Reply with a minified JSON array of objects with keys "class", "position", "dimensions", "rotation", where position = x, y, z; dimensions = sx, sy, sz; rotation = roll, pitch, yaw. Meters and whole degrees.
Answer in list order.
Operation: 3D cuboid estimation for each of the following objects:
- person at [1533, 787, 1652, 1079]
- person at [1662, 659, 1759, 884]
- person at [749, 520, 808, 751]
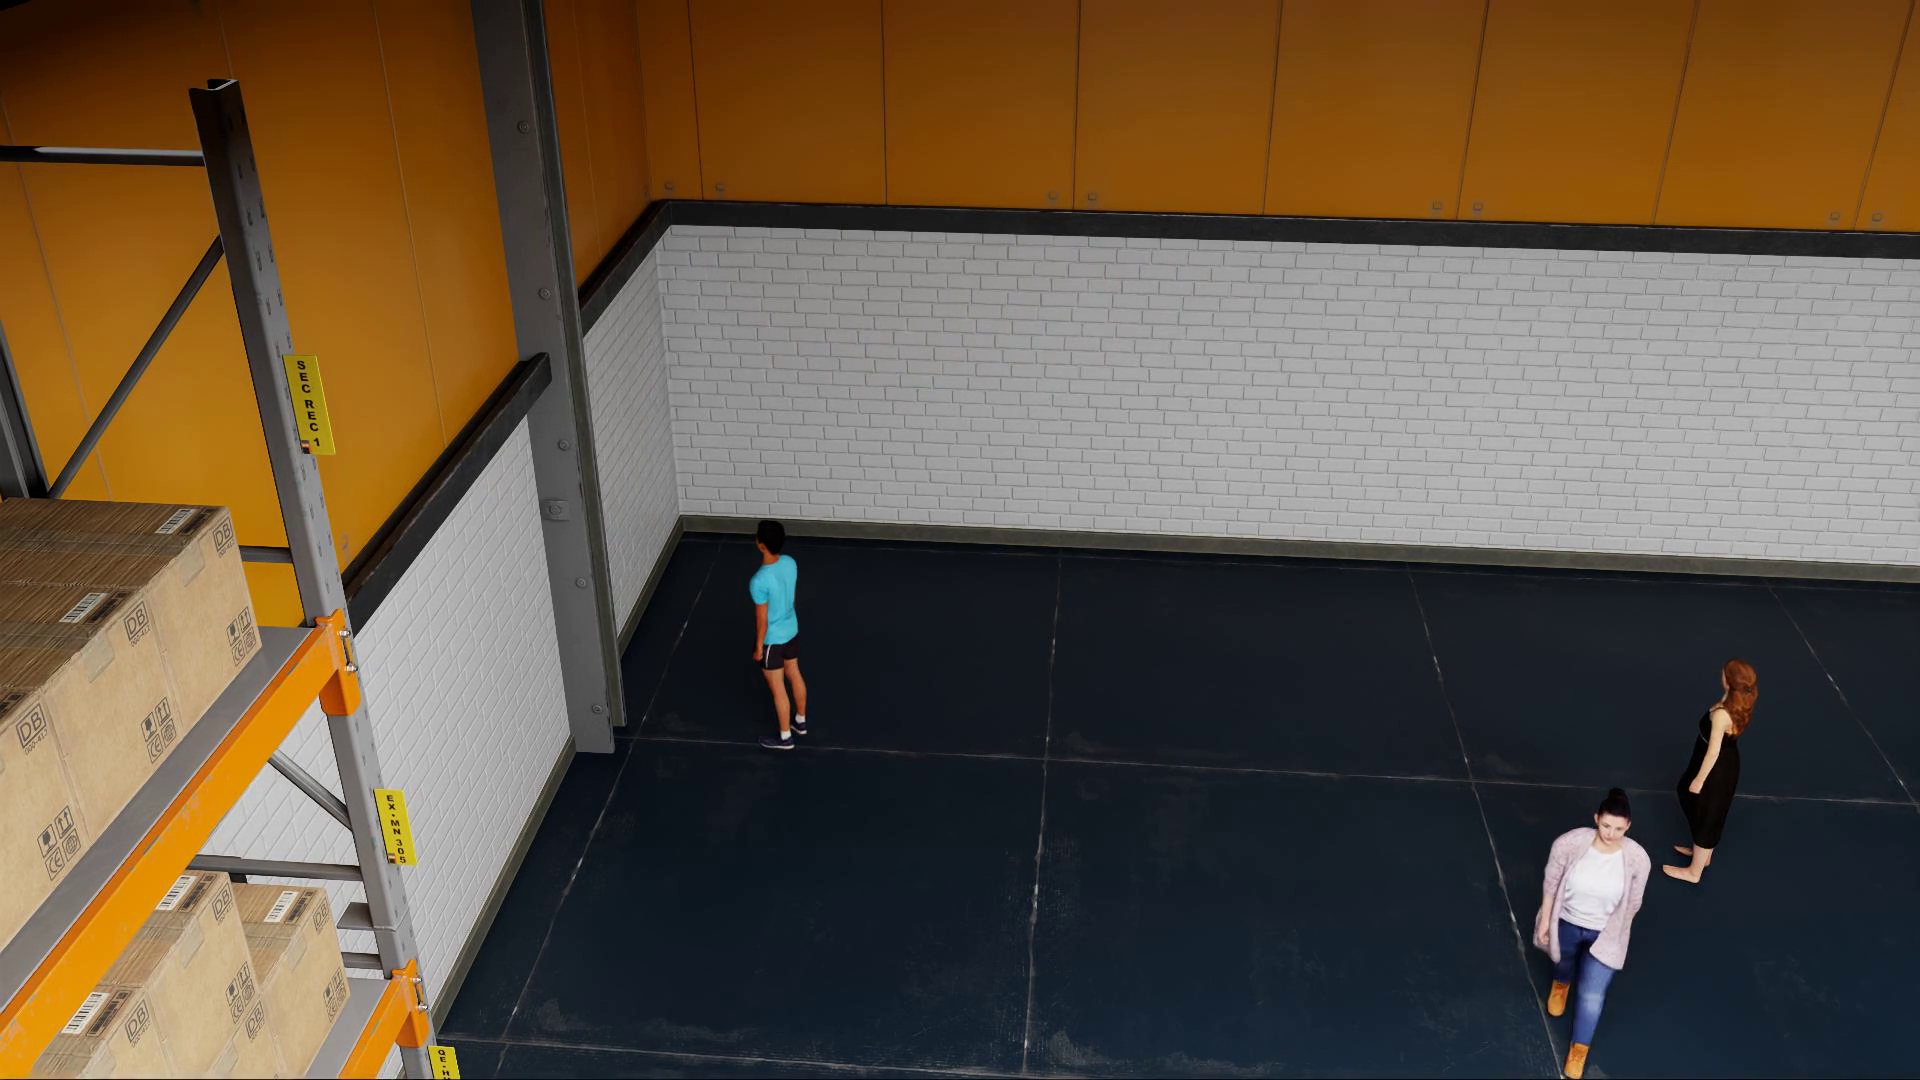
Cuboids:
[{"class":"person","position":[3.484,2.060,9.249],"dimensions":[0.939,1.700,1.174],"rotation":[14,32,24]},{"class":"person","position":[4.756,1.447,10.450],"dimensions":[0.737,1.626,0.667],"rotation":[25,37,38]},{"class":"person","position":[-1.276,0.666,11.728],"dimensions":[0.744,1.773,0.594],"rotation":[15,32,26]}]
